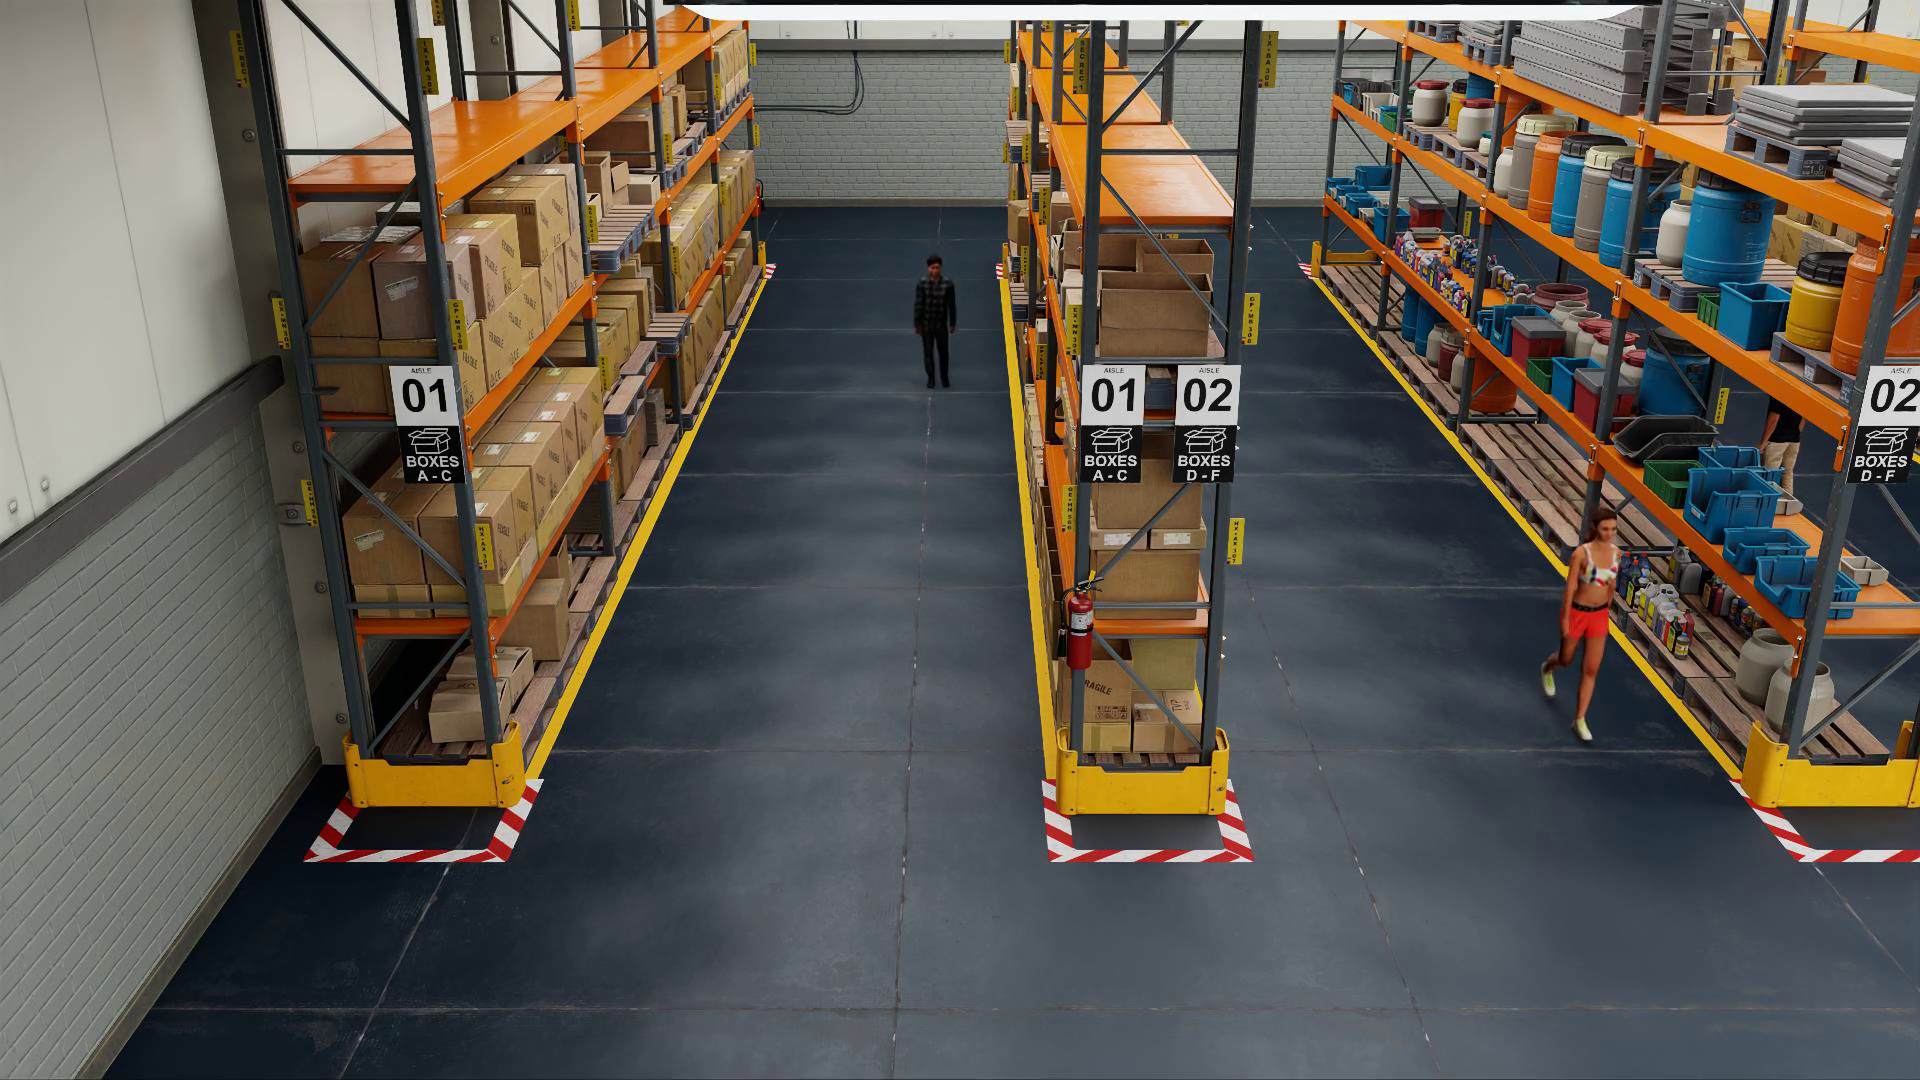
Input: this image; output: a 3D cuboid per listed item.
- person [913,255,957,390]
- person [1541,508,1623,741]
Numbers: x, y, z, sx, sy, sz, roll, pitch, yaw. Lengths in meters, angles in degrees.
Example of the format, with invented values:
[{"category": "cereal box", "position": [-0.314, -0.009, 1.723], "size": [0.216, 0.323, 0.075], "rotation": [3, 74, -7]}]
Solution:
[{"category": "person", "position": [-0.309, -2.733, 20.716], "size": [0.699, 1.701, 0.593], "rotation": [2, 22, 4]}, {"category": "person", "position": [4.658, 0.559, 12.503], "size": [0.637, 1.759, 1.096], "rotation": [-2, 22, -5]}]
